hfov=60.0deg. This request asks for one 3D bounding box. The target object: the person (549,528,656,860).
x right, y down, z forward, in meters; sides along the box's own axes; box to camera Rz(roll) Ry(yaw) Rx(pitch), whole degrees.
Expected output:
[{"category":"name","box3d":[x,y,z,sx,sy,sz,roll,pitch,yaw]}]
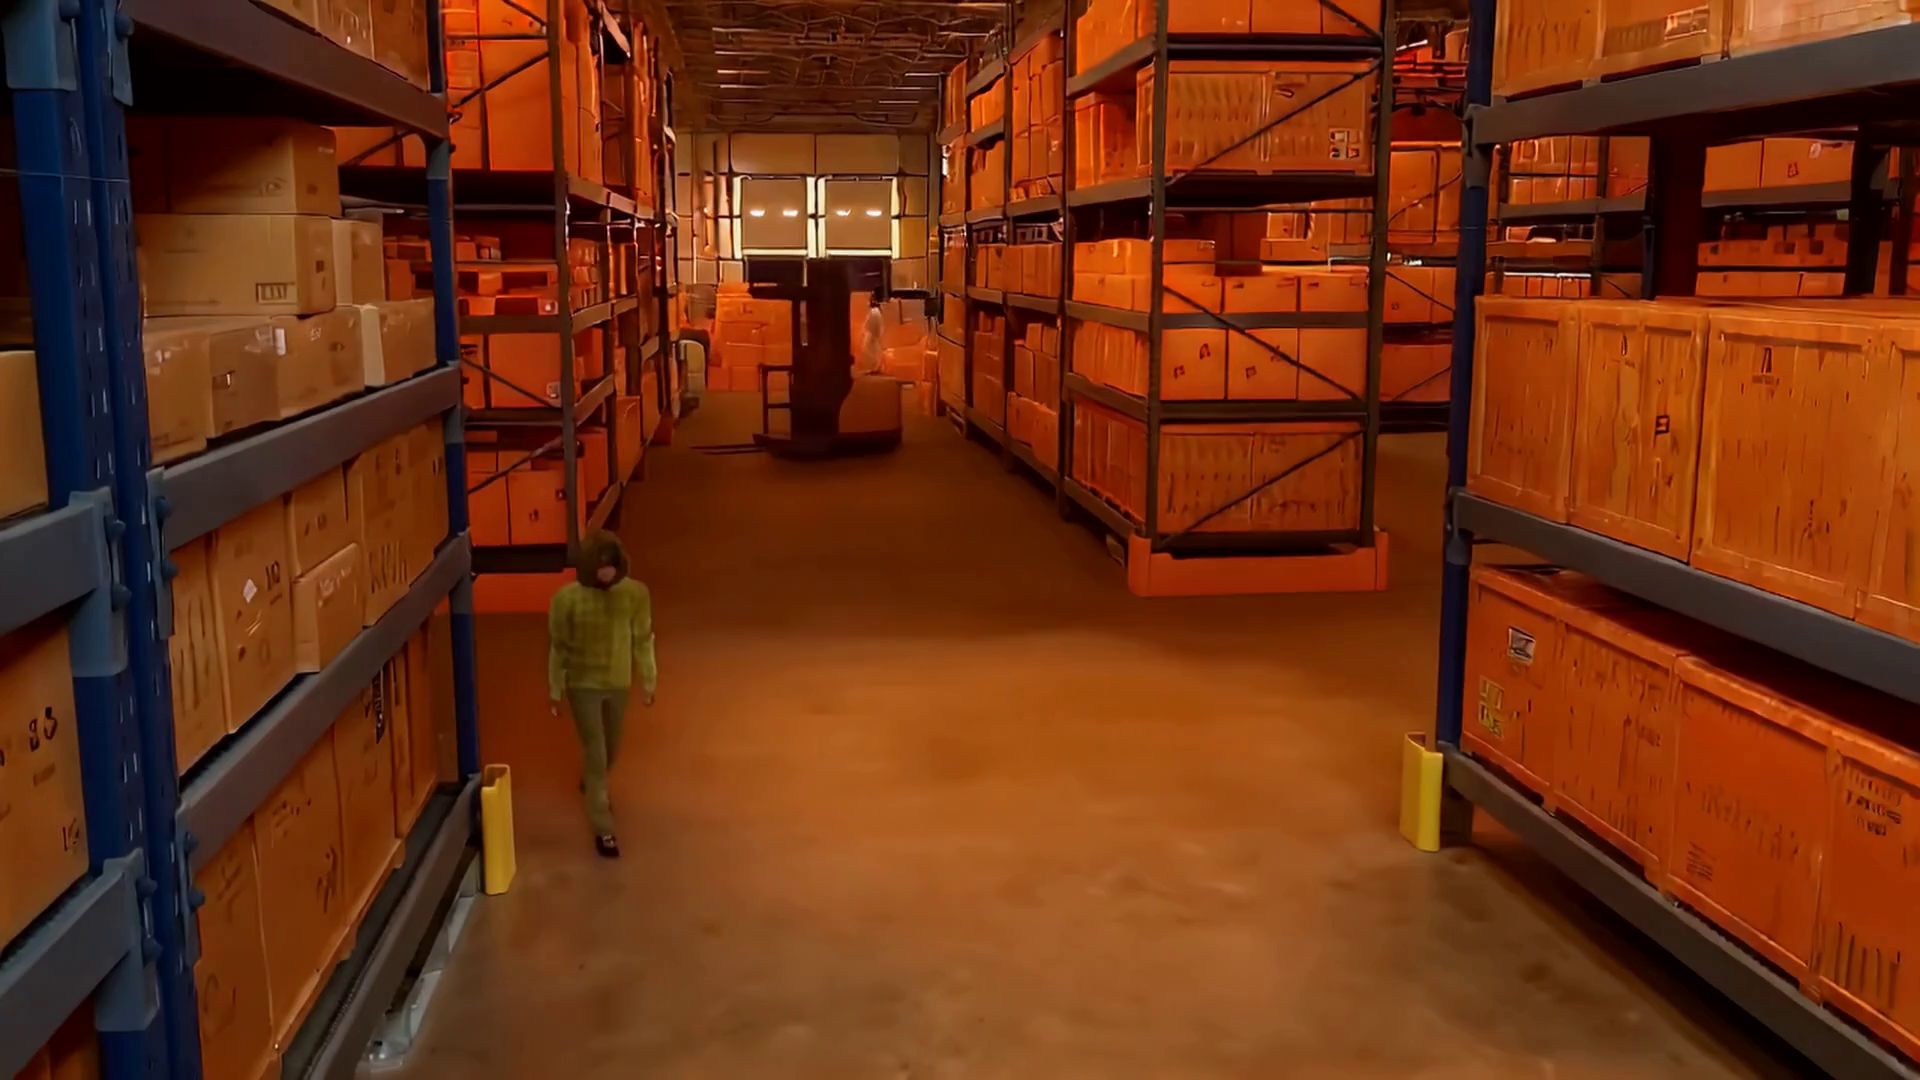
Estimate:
[{"category":"person","box3d":[-1.789,0.699,8.228,0.518,1.598,0.747,-6,11,-29]}]

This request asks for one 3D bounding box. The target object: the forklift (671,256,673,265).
[{"category":"forklift","box3d":[-10.987,-9.066,61.344,1.129,2.768,1.873,-1,10,-7]}]

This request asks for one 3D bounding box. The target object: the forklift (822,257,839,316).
[{"category":"forklift","box3d":[-3.645,-6.721,47.695,1.873,2.768,1.129,1,10,8]}]

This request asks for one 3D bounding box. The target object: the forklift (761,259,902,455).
[{"category":"forklift","box3d":[-1.902,-2.724,24.422,1.873,2.768,1.129,-5,11,-28]}]

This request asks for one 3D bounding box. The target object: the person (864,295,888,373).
[{"category":"person","box3d":[-2.103,-5.015,40.543,0.499,1.923,0.633,-4,11,-22]}]

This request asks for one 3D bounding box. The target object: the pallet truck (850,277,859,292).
[{"category":"pallet truck","box3d":[-3.782,-9.391,65.808,1.885,1.965,0.823,2,10,10]}]
